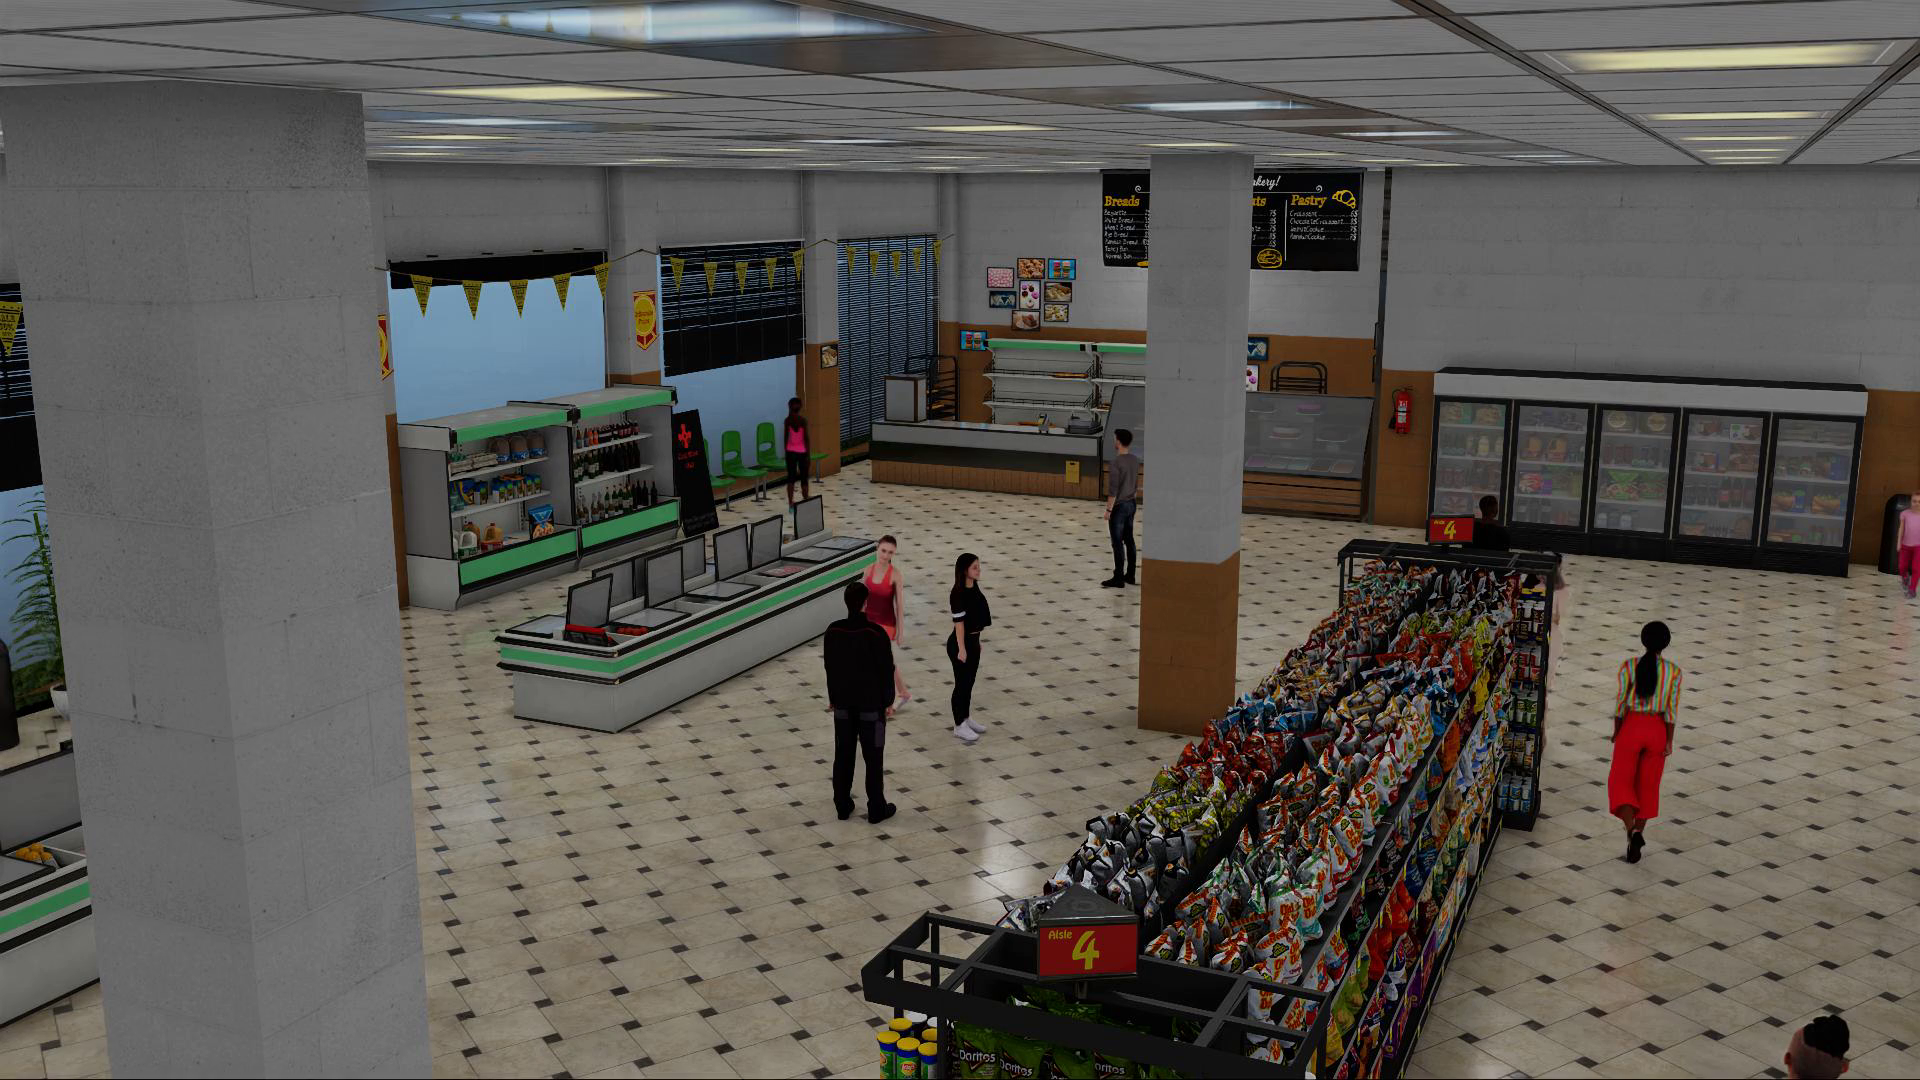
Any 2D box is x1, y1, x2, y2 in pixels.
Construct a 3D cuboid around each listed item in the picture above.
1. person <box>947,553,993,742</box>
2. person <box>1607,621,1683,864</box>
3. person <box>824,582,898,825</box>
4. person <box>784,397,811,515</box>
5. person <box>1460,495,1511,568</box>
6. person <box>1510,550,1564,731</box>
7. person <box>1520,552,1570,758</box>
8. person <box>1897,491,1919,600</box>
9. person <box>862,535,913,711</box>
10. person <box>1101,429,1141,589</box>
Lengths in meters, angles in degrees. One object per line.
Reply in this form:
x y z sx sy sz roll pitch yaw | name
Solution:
0.053 0.908 14.456 0.674 1.639 0.534 4 13 20 | person
4.734 1.450 11.545 0.660 1.778 0.981 4 12 18 | person
-0.761 1.216 12.504 0.733 1.841 0.580 4 13 20 | person
-2.421 -1.247 24.472 0.595 1.728 0.655 4 13 20 | person
5.091 0.455 16.204 0.707 1.804 0.644 11 16 42 | person
4.912 0.906 14.368 0.936 1.679 0.873 -6 13 -25 | person
4.953 0.983 13.934 0.746 1.708 0.829 -9 15 -37 | person
11.171 0.043 19.479 0.562 1.262 0.702 8 15 35 | person
-0.659 0.797 14.859 0.792 1.690 1.224 9 15 38 | person
1.955 -0.387 19.962 0.811 1.904 0.641 11 16 42 | person
